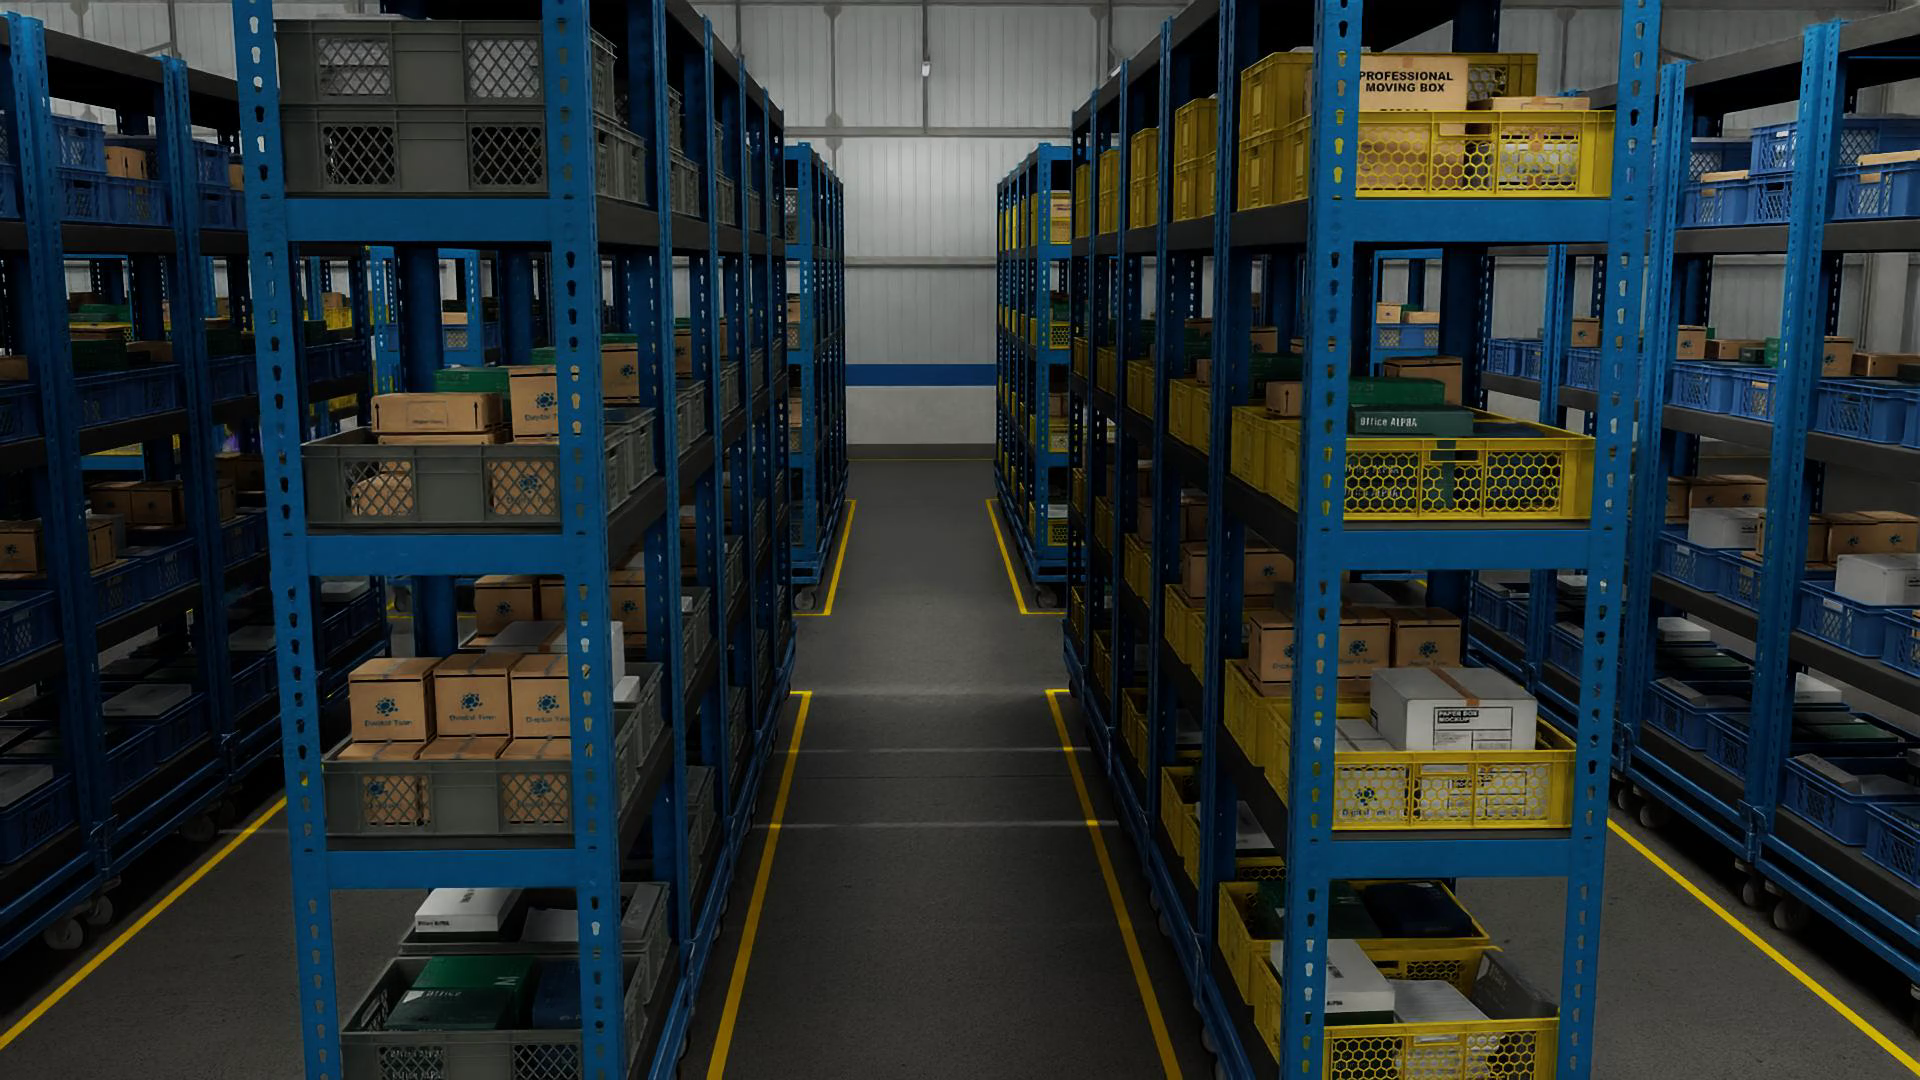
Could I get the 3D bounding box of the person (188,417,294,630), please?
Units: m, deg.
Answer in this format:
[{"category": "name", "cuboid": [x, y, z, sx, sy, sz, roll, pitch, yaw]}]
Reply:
[{"category": "person", "cuboid": [-5.099, -0.162, 11.958, 1.003, 1.798, 0.583, 0, 9, -1]}]
